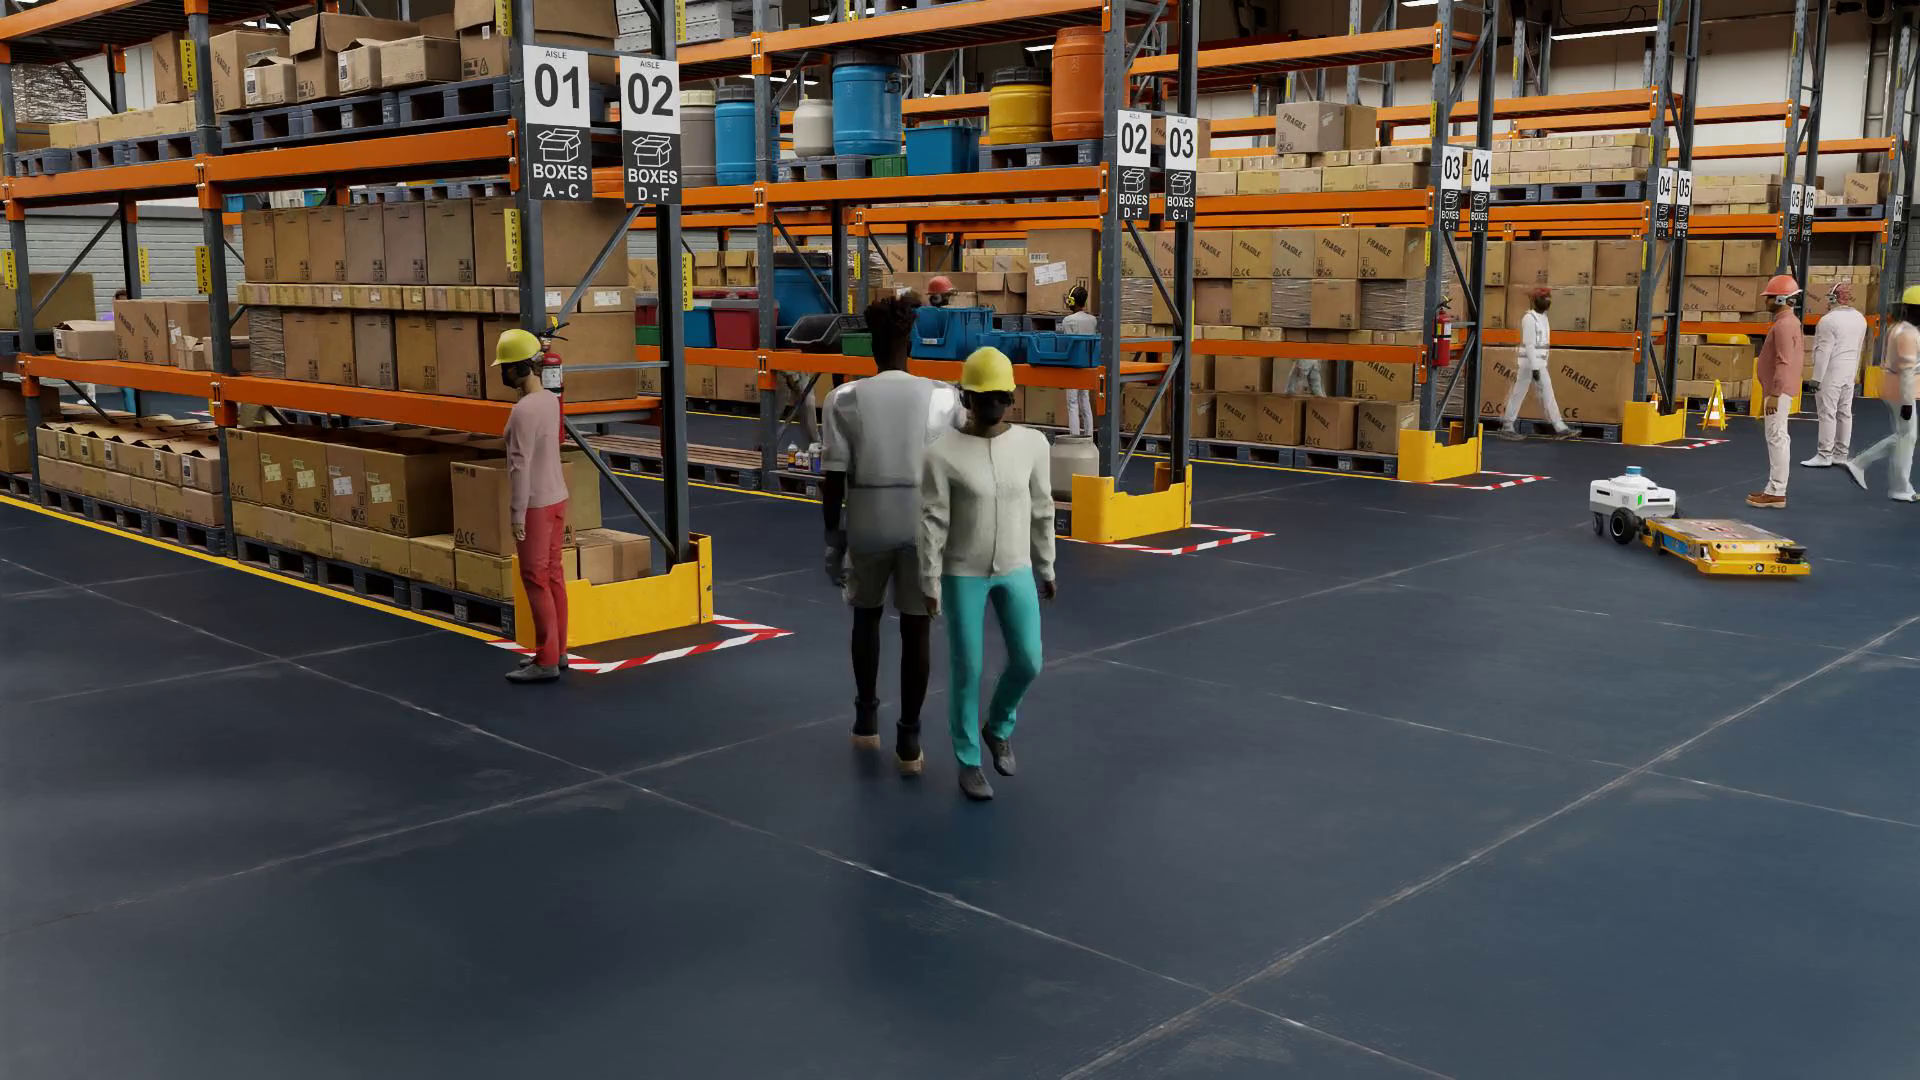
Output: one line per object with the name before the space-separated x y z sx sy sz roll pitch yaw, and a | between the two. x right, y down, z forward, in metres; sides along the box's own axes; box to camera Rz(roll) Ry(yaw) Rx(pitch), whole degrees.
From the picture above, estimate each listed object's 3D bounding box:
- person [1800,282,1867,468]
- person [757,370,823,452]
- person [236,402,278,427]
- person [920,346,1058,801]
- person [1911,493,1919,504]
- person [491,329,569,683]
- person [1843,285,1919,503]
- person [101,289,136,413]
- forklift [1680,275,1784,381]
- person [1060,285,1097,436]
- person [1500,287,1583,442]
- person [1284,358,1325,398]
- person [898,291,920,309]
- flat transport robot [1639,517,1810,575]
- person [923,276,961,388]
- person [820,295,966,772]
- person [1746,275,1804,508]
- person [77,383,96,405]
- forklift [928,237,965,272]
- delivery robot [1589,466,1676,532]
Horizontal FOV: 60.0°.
person | 9.048 -1.707 17.257 0.639 1.910 0.407 -5 10 -28
person | -1.800 -1.756 17.597 0.985 1.906 0.605 8 12 40
person | -6.714 -1.317 15.804 0.825 1.589 0.529 8 12 40
person | 0.115 0.132 6.407 0.567 1.754 0.404 -3 10 -18
person | 8.334 -1.084 13.752 0.497 1.795 0.905 -6 11 -31
person | -2.140 -0.171 8.309 0.334 1.754 0.525 1 9 5
person | 8.299 -1.299 14.752 0.603 1.915 0.598 4 10 25
person | -10.268 -2.197 20.547 0.579 1.815 0.859 -8 12 -39
forklift | 12.480 -3.427 27.053 1.214 2.155 2.313 9 13 43
person | 1.268 -1.829 18.117 0.532 1.870 0.315 -9 13 -43
person | 6.872 -2.064 19.668 1.000 1.824 0.593 9 13 43
person | 4.289 -2.206 20.961 0.908 1.695 0.504 9 13 42
person | -0.550 -1.656 17.196 0.661 1.819 0.667 -6 11 -33
flat transport robot | 5.368 0.028 11.751 0.652 0.197 1.431 1 9 4
person | -0.217 -1.596 16.360 0.569 1.973 0.619 6 11 33
person | -0.266 -0.043 6.962 0.610 1.939 0.697 0 9 -1
person | 7.075 -1.288 14.418 0.387 1.992 0.626 5 11 30
person | -13.331 -2.878 25.267 0.277 1.635 0.505 -5 10 -27
forklift | -0.326 -5.817 39.609 1.129 2.768 1.873 9 13 43
delivery robot | 5.146 -0.322 12.745 0.477 0.478 0.707 -2 9 -10
